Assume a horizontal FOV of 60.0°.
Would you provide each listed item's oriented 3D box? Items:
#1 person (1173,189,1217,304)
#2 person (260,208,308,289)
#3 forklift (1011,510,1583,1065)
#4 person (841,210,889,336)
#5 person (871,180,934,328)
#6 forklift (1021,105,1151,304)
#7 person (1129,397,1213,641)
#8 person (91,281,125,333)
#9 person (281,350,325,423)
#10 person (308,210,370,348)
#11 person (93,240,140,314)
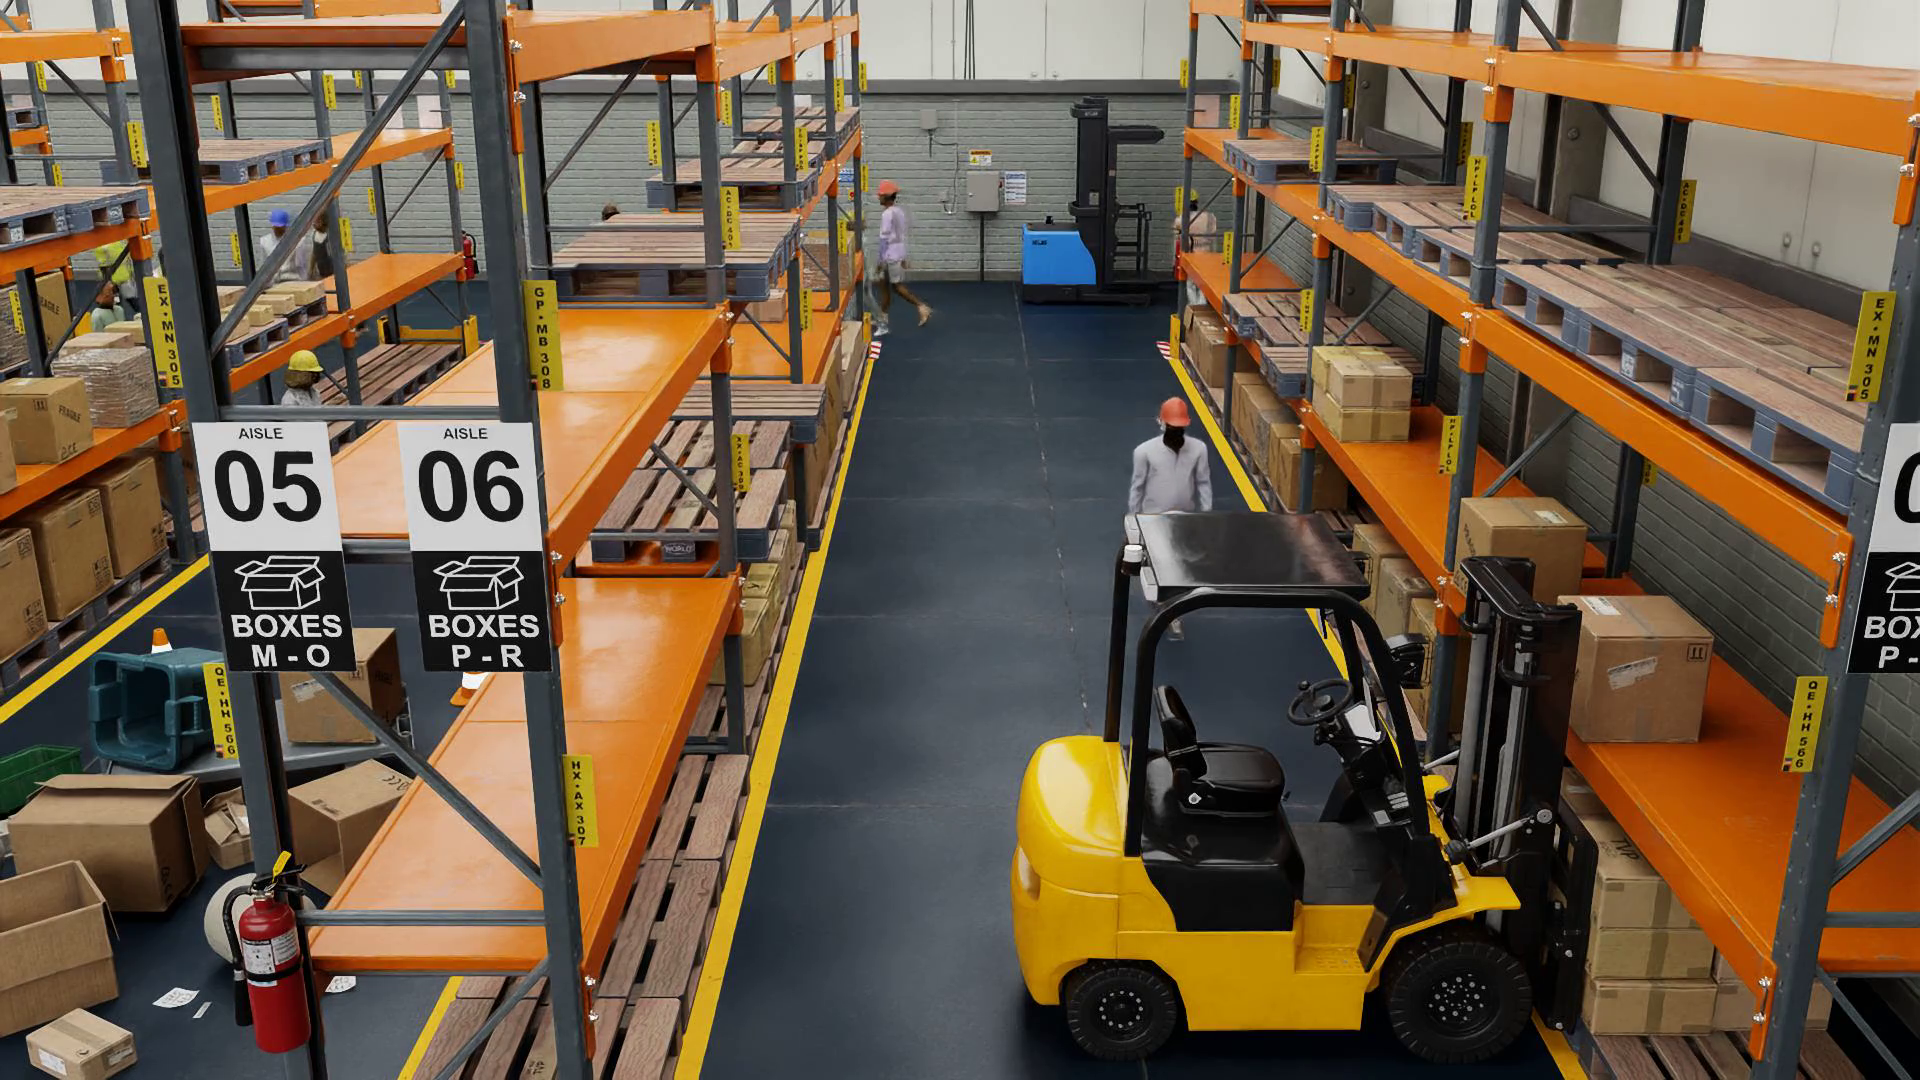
[{"bbox_3d":[3.198,-3.822,22.613,0.640,1.887,0.502,-2,18,-6],"label":"person"},{"bbox_3d":[-8.254,-3.097,20.350,0.605,1.922,0.443,1,18,3],"label":"person"},{"bbox_3d":[1.387,1.055,7.378,2.313,2.155,1.214,0,18,0],"label":"forklift"},{"bbox_3d":[-1.322,-3.499,21.939,0.878,1.683,0.506,-7,20,-21],"label":"person"},{"bbox_3d":[-0.808,-3.844,22.491,0.916,2.014,0.622,2,18,7],"label":"person"},{"bbox_3d":[1.857,-4.944,24.441,1.873,2.768,1.129,0,18,0],"label":"forklift"},{"bbox_3d":[1.512,-0.211,11.979,0.578,1.704,0.933,-5,19,-14],"label":"person"},{"bbox_3d":[-8.657,-1.846,17.046,0.287,1.627,0.497,2,18,5],"label":"person"},{"bbox_3d":[-5.169,-0.659,13.284,0.321,1.737,0.483,3,19,9],"label":"person"},{"bbox_3d":[-8.144,-3.416,21.554,0.600,1.785,0.944,15,23,38],"label":"person"},{"bbox_3d":[-11.018,-3.417,21.744,0.870,1.652,0.534,6,19,17],"label":"person"}]
